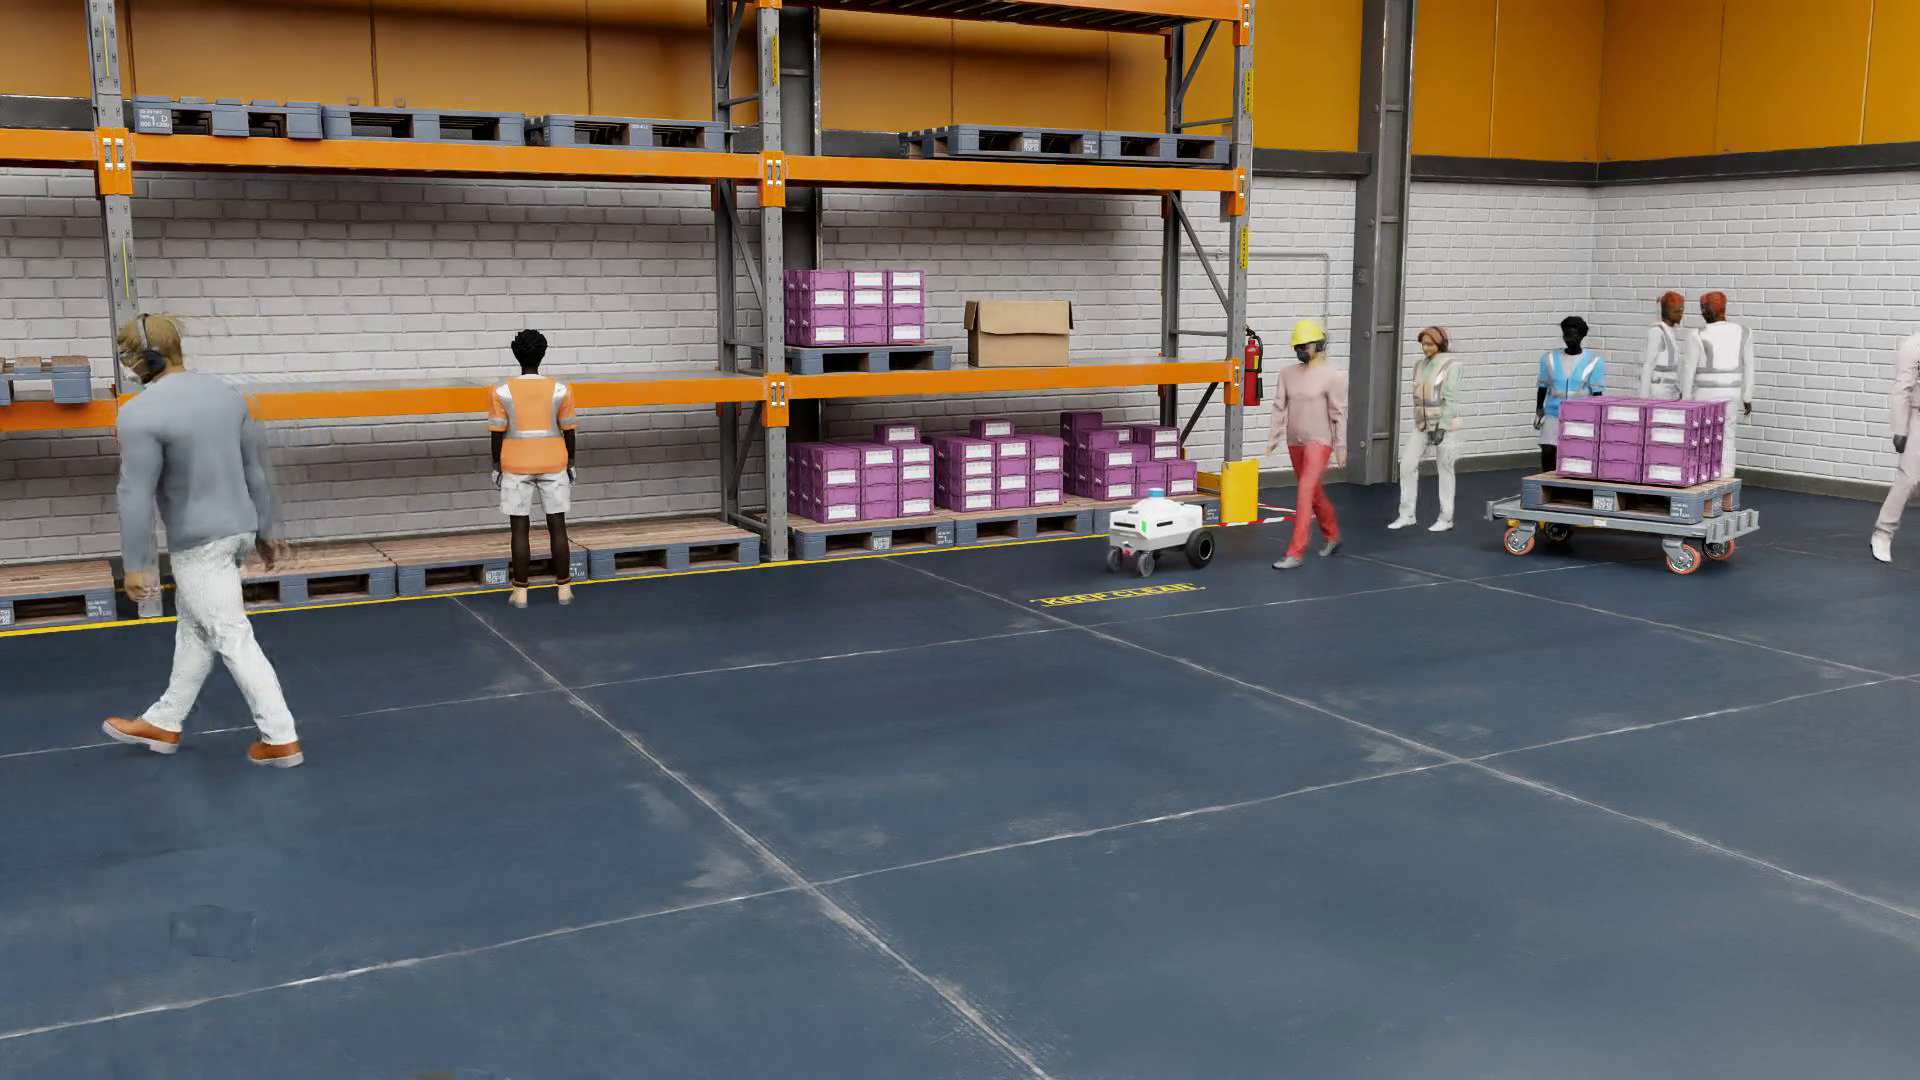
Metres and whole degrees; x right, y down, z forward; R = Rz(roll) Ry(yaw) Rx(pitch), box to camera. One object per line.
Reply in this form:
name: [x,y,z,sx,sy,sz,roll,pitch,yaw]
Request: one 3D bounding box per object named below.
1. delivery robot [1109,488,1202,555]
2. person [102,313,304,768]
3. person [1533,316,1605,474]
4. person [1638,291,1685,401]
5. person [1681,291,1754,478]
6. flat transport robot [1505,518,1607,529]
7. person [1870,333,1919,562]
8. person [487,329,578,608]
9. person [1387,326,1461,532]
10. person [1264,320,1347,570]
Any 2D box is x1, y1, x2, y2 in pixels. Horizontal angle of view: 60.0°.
delivery robot: [1.343,-0.112,11.393,0.477,0.478,0.707,9,13,43]
person: [-3.171,0.020,6.827,0.960,1.881,0.649,2,10,12]
person: [5.036,-1.016,13.770,0.557,1.668,0.383,5,10,27]
person: [6.615,-1.383,15.498,0.945,1.835,0.549,4,10,25]
person: [6.674,-1.236,14.583,0.640,1.870,0.447,0,9,-1]
flat transport robot: [5.064,-0.211,13.143,1.431,0.197,0.652,3,10,15]
person: [6.869,-0.769,11.601,0.782,1.907,0.469,0,9,3]
person: [-2.601,-0.433,10.160,0.542,1.695,0.316,-4,10,-21]
person: [3.640,-0.851,12.950,0.605,1.616,0.515,-5,11,-29]
person: [2.464,-0.683,11.641,0.926,1.717,0.511,-8,12,-40]
